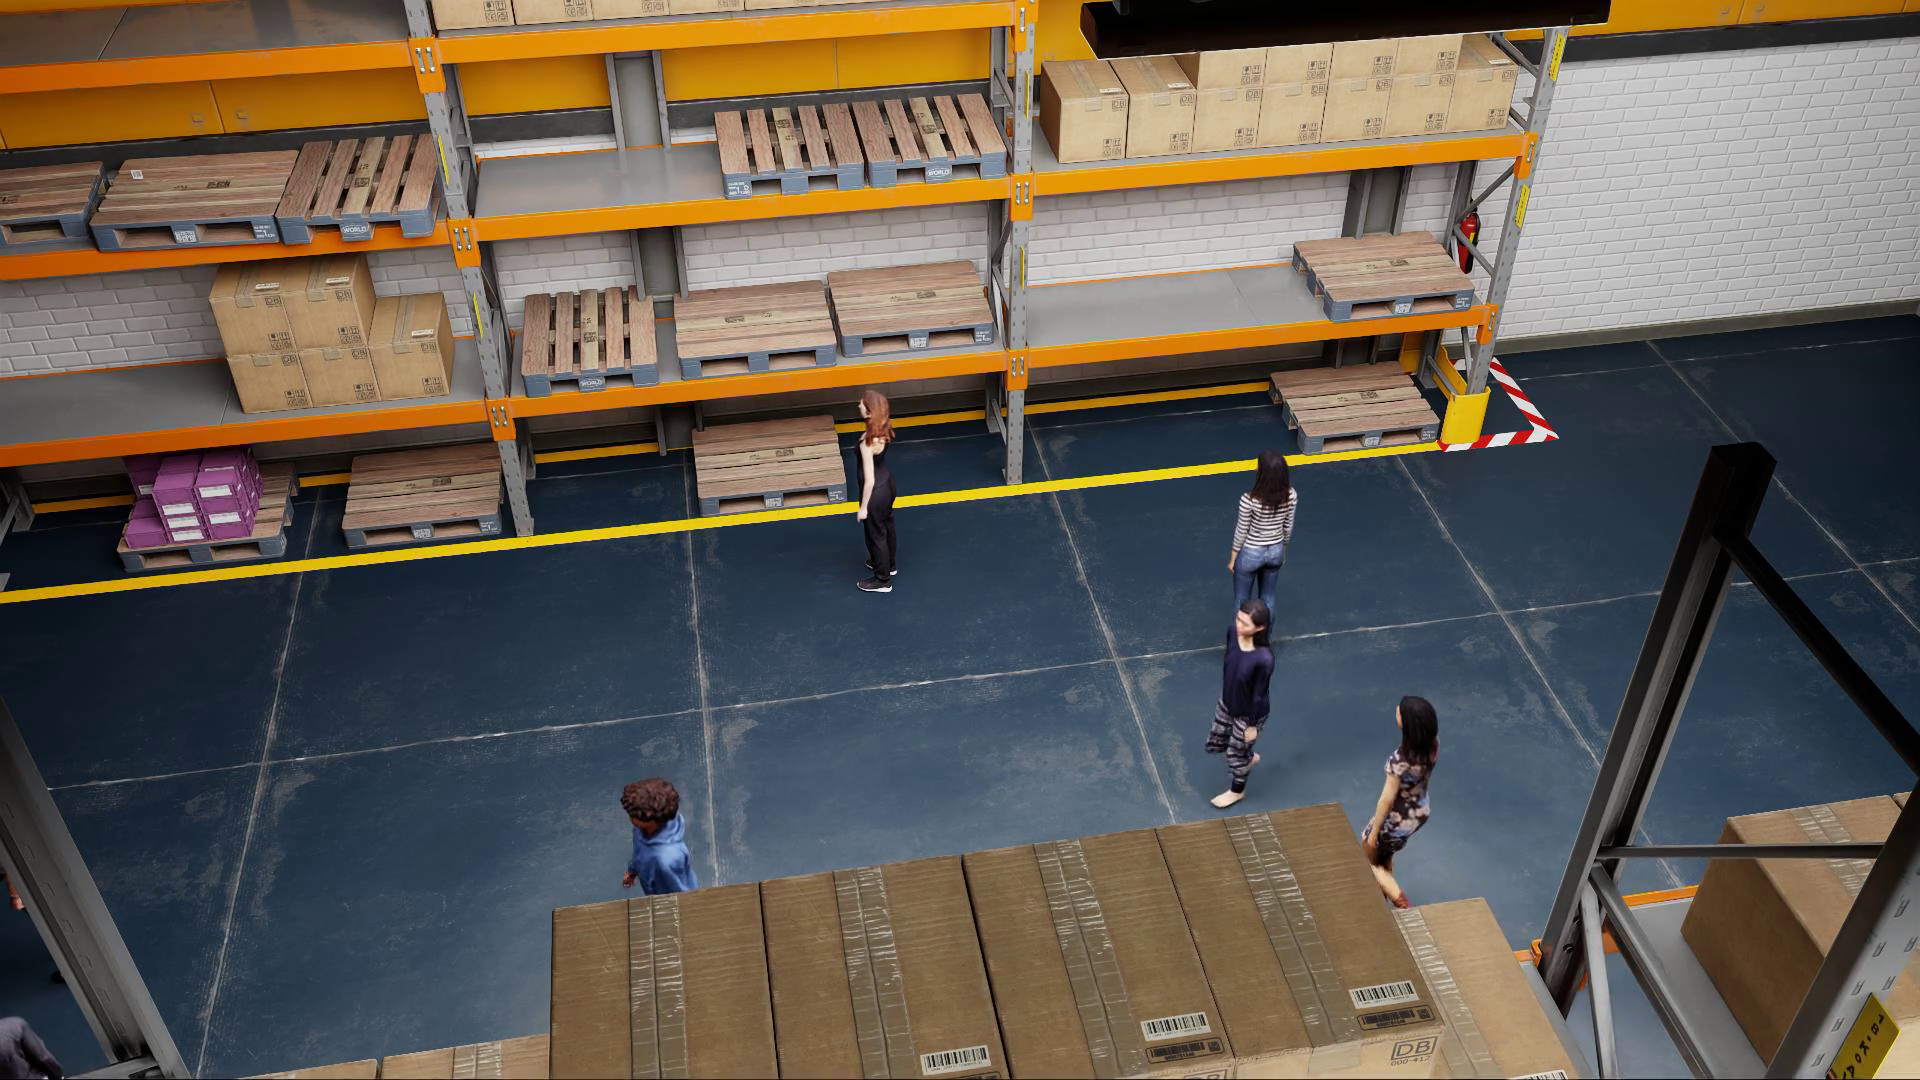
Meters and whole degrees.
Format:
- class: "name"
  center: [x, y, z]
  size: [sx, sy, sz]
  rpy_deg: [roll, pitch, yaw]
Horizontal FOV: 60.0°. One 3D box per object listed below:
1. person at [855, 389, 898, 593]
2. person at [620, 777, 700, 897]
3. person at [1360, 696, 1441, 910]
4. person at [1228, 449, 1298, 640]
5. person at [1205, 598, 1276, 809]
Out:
- class: "person"
  center: [-0.609, -0.372, 12.346]
  size: [0.646, 1.748, 0.648]
  rpy_deg: [8, 39, 10]
- class: "person"
  center: [-1.550, 1.968, 9.389]
  size: [1.021, 1.782, 0.766]
  rpy_deg: [-10, 40, -12]
- class: "person"
  center: [2.648, 1.679, 9.802]
  size: [0.925, 1.719, 0.885]
  rpy_deg: [30, 48, 32]
- class: "person"
  center: [2.101, 0.134, 11.677]
  size: [0.478, 1.793, 0.649]
  rpy_deg: [-11, 40, -13]
- class: "person"
  center: [1.877, 1.019, 10.625]
  size: [0.772, 1.723, 0.718]
  rpy_deg: [-20, 43, -23]
